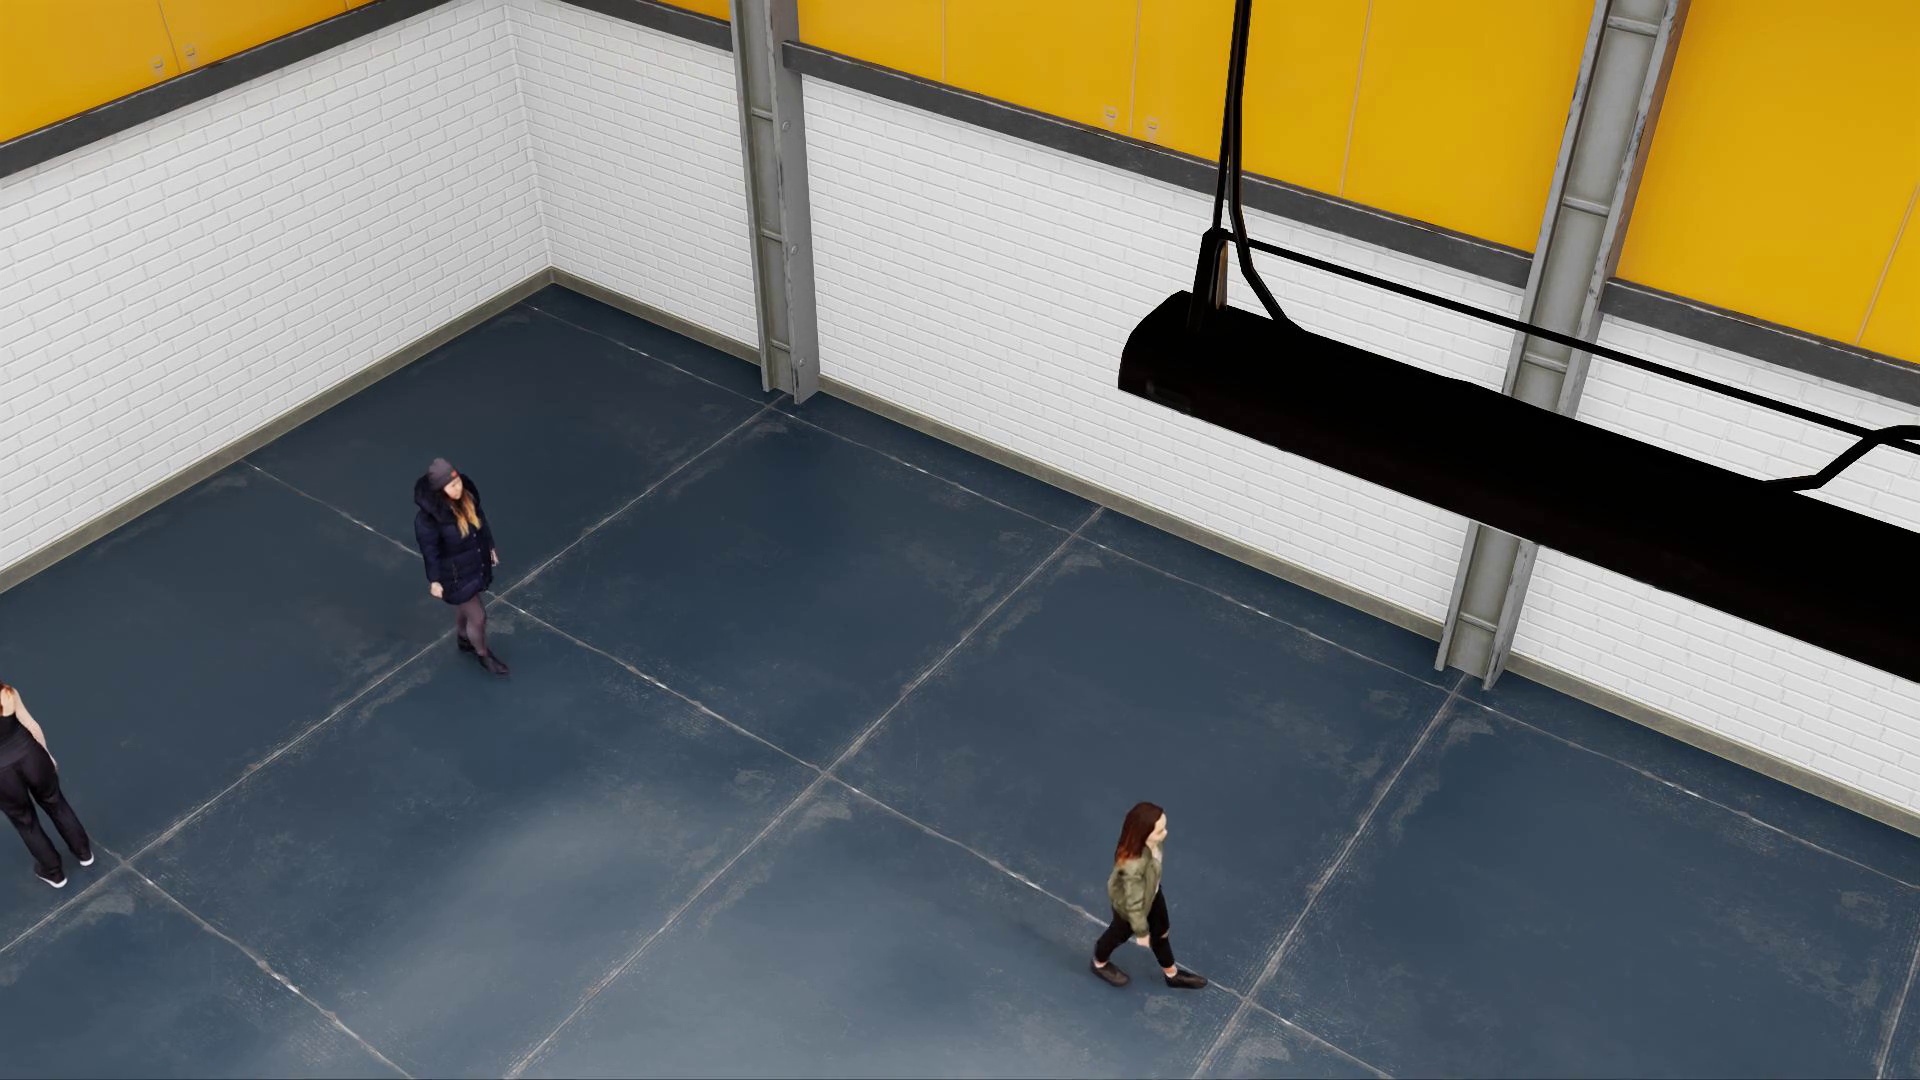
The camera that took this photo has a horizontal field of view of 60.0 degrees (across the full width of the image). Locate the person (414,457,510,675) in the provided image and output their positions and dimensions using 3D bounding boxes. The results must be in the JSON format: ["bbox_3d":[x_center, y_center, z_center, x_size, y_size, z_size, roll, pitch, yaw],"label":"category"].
[{"bbox_3d":[-3.355,0.150,10.960,0.780,1.655,0.727,17,42,20],"label":"person"}]

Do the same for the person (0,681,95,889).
[{"bbox_3d":[-5.355,1.314,9.429,0.567,1.747,0.603,27,46,30],"label":"person"}]

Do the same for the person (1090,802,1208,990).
[{"bbox_3d":[0.877,1.907,8.923,0.913,1.452,0.704,16,41,19],"label":"person"}]
